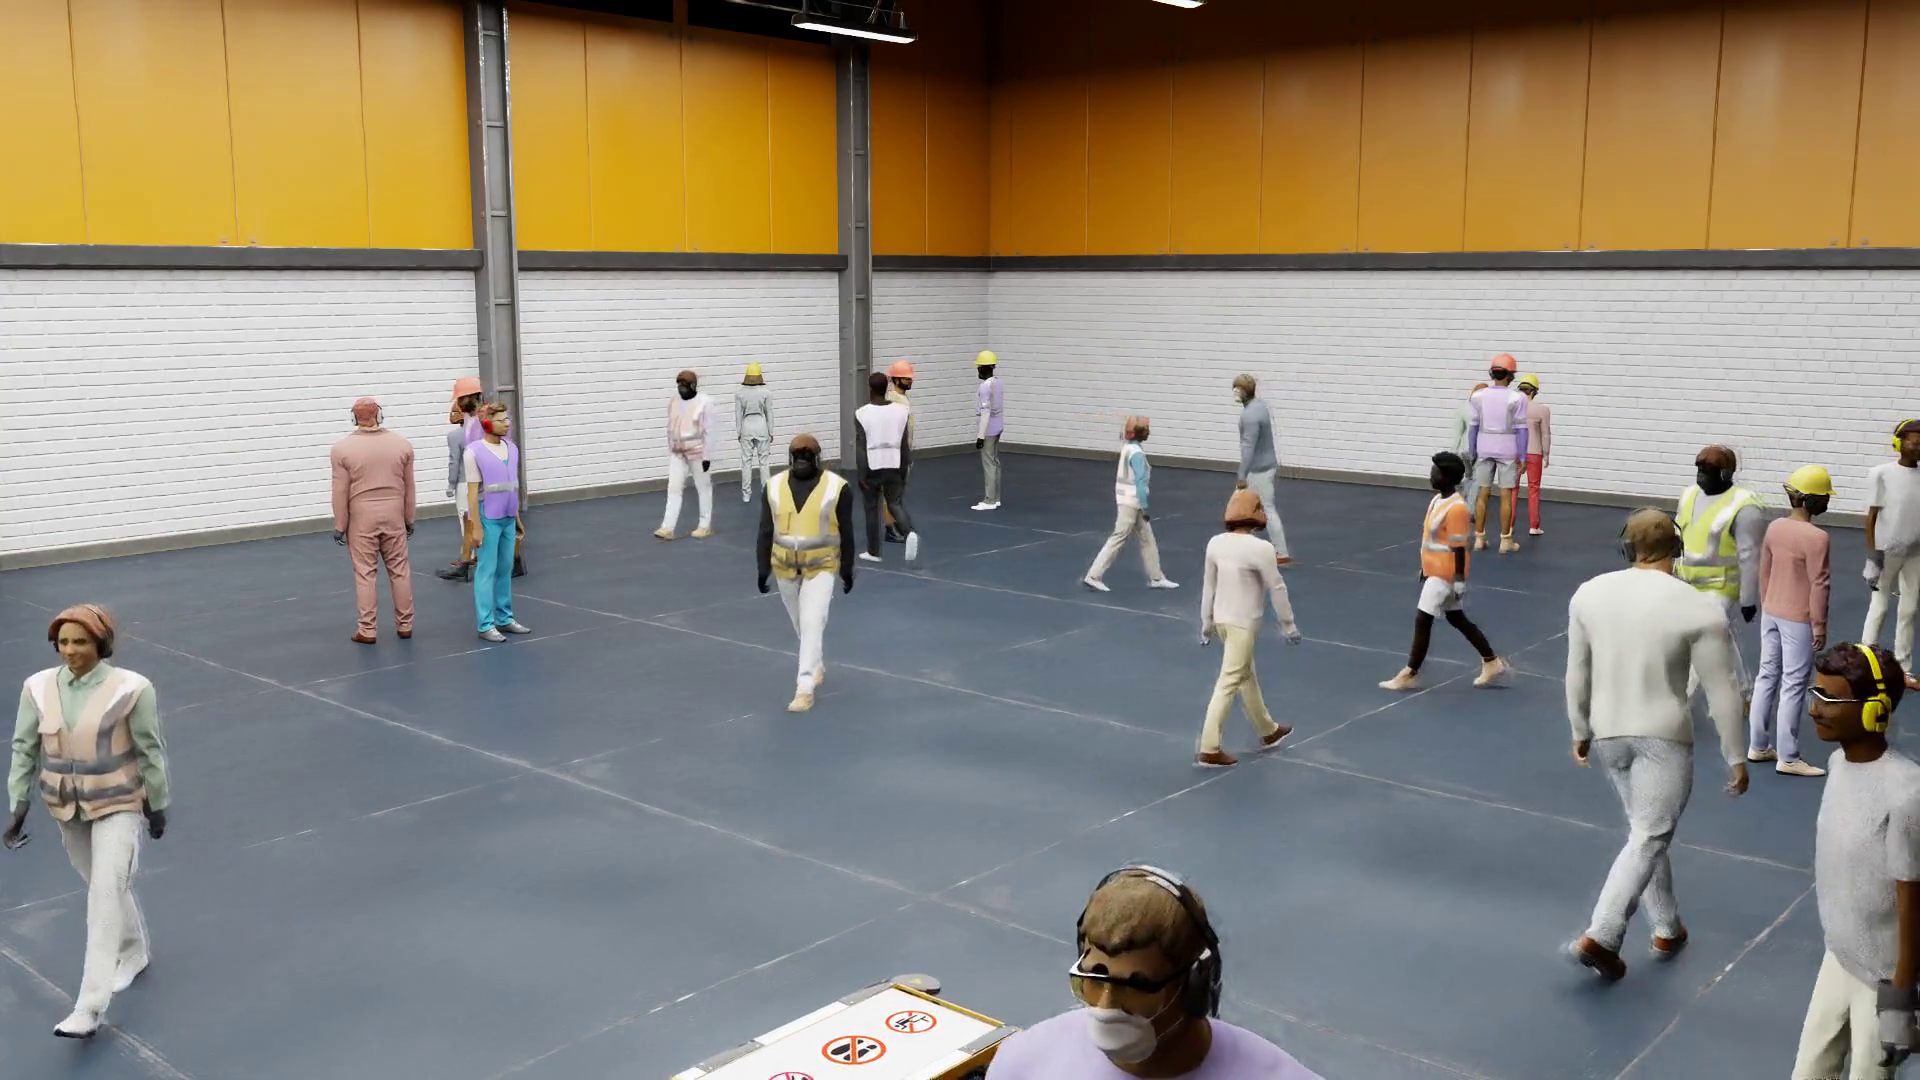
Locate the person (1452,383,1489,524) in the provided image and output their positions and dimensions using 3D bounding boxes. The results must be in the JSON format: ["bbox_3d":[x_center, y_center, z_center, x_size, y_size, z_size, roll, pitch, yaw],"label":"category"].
[{"bbox_3d":[5.964,-0.997,19.098,0.506,1.606,0.698,7,11,37],"label":"person"}]

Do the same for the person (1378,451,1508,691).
[{"bbox_3d":[3.342,0.216,11.304,0.862,1.663,0.530,1,9,6],"label":"person"}]

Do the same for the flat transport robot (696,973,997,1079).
[{"bbox_3d":[-0.405,1.823,5.552,0.652,0.197,1.431,8,12,40],"label":"flat transport robot"}]

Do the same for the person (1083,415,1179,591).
[{"bbox_3d":[1.514,-0.324,14.882,0.864,1.596,0.537,0,9,0],"label":"person"}]

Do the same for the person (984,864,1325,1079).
[{"bbox_3d":[0.305,1.450,2.701,0.654,1.926,0.440,5,10,28],"label":"person"}]

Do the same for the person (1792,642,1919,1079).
[{"bbox_3d":[2.599,1.190,4.589,0.676,1.847,0.535,0,9,2],"label":"person"}]

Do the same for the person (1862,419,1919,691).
[{"bbox_3d":[6.431,0.106,11.349,0.549,1.865,0.326,0,9,-3],"label":"person"}]

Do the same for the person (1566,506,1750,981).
[{"bbox_3d":[2.744,0.830,6.737,0.820,1.890,0.746,-9,12,-43],"label":"person"}]

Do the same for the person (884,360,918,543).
[{"bbox_3d":[-0.629,-0.943,17.697,0.368,1.939,0.542,3,10,19],"label":"person"}]

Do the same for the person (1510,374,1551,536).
[{"bbox_3d":[6.170,-0.924,18.151,0.524,1.760,0.327,5,10,29],"label":"person"}]

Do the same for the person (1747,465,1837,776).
[{"bbox_3d":[4.770,0.451,9.488,0.330,1.767,0.528,-1,9,-7],"label":"person"}]

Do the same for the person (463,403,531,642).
[{"bbox_3d":[-3.627,-0.144,12.958,0.384,1.849,0.569,3,10,21],"label":"person"}]

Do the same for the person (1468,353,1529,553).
[{"bbox_3d":[5.525,-0.888,17.037,0.611,2.038,0.395,7,11,37],"label":"person"}]

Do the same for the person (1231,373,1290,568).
[{"bbox_3d":[2.842,-0.659,16.040,0.795,1.891,0.647,2,9,10],"label":"person"}]

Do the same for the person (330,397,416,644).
[{"bbox_3d":[-4.527,-0.151,12.842,0.643,1.905,0.400,-7,11,-36],"label":"person"}]

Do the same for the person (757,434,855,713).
[{"bbox_3d":[-1.030,0.176,11.133,0.635,1.798,0.978,2,9,12],"label":"person"}]

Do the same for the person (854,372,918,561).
[{"bbox_3d":[-0.729,-0.693,16.304,0.599,1.893,0.767,-5,10,-28],"label":"person"}]

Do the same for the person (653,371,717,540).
[{"bbox_3d":[-2.947,-0.888,17.749,0.660,1.806,0.874,4,10,25],"label":"person"}]

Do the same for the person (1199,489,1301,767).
[{"bbox_3d":[1.709,0.502,9.683,0.853,1.590,0.523,-5,10,-29],"label":"person"}]

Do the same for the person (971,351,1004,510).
[{"bbox_3d":[0.336,-1.322,20.112,0.362,1.928,0.587,3,9,17],"label":"person"}]

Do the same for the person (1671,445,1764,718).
[{"bbox_3d":[4.677,0.295,10.416,0.978,1.793,0.640,-2,9,-12],"label":"person"}]

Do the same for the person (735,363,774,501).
[{"bbox_3d":[-2.570,-1.348,20.852,0.486,1.744,0.294,0,9,0],"label":"person"}]

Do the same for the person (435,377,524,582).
[{"bbox_3d":[-4.452,-0.544,15.333,0.931,1.881,0.690,-8,12,-43],"label":"person"}]

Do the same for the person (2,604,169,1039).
[{"bbox_3d":[-3.319,1.044,6.308,0.515,1.595,0.855,1,9,4],"label":"person"}]

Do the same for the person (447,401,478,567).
[{"bbox_3d":[-4.806,-0.556,16.224,0.284,1.633,0.497,4,10,26],"label":"person"}]

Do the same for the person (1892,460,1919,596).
[{"bbox_3d":[8.468,-0.393,14.463,0.312,1.869,0.536,-3,10,-20],"label":"person"}]
